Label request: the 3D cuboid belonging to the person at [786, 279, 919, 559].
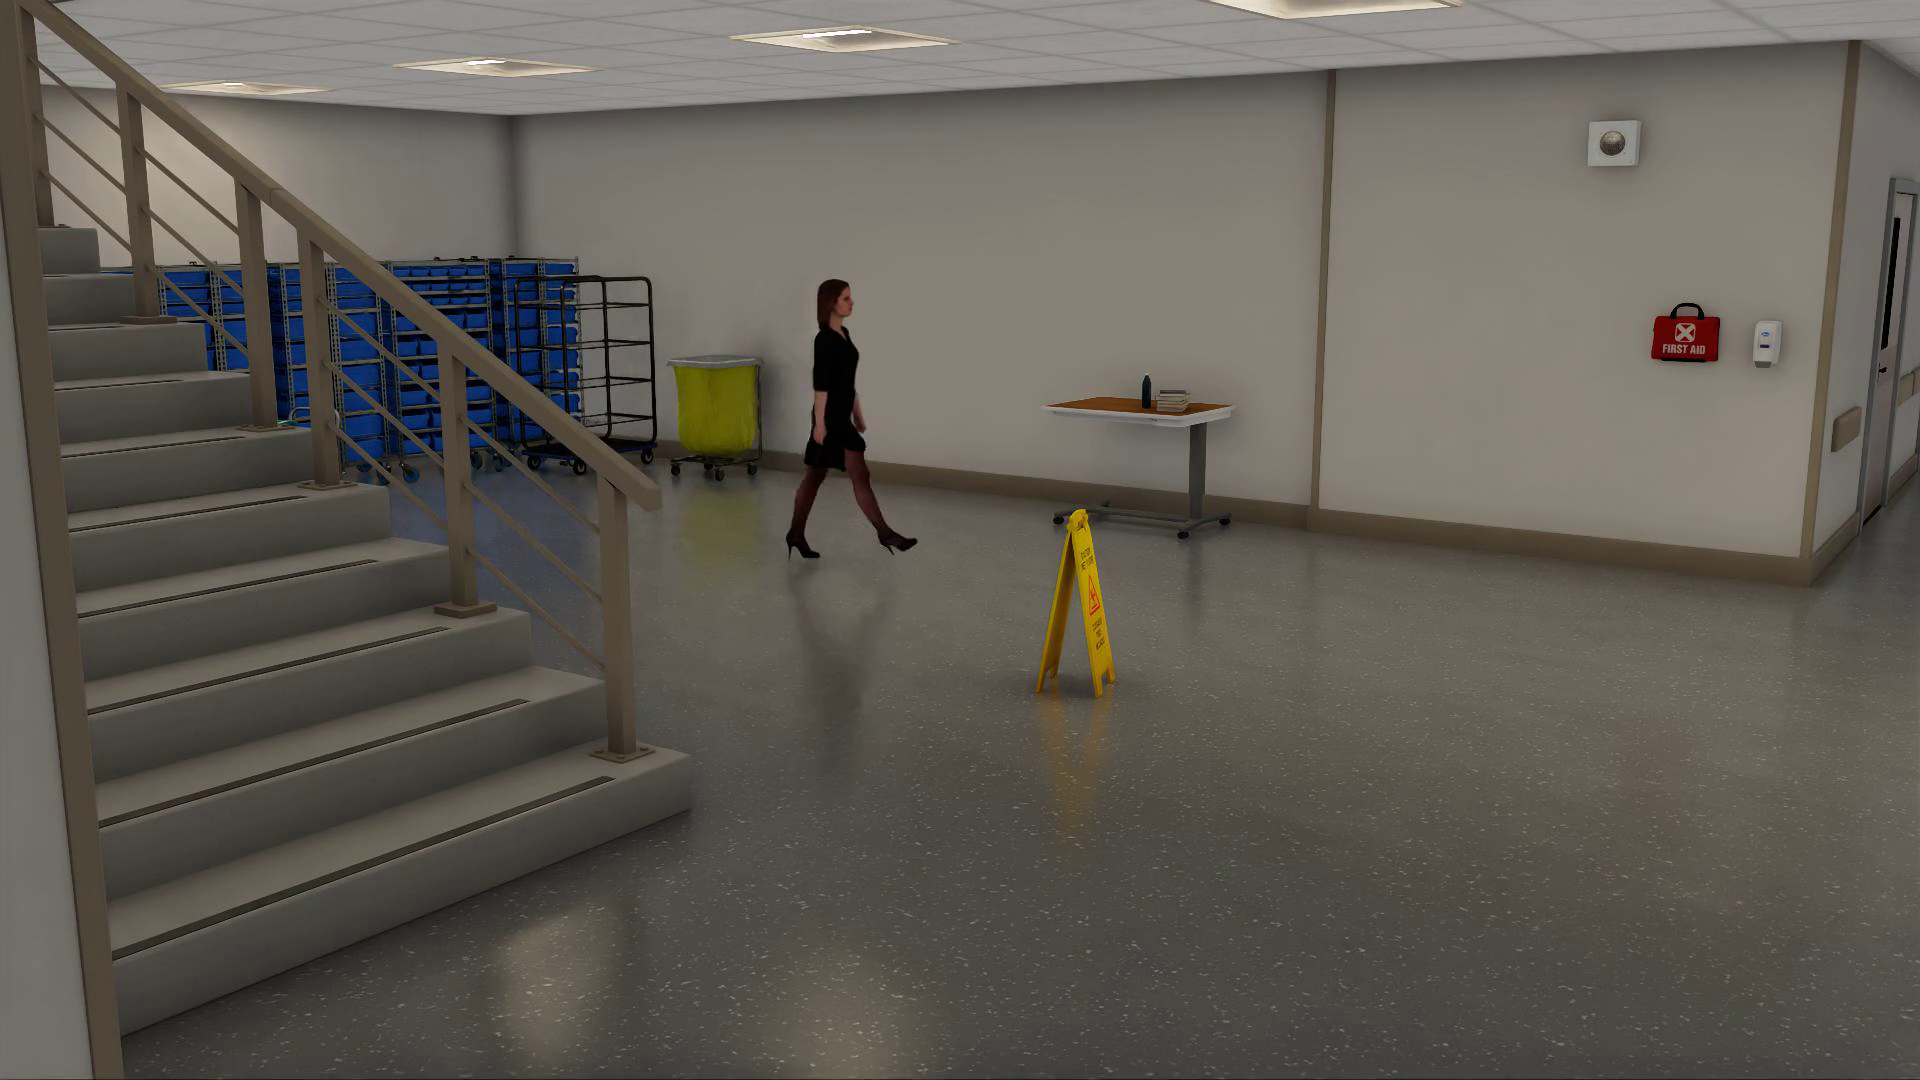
[{"bbox_3d":[-0.843,-0.678,9.897,1.128,1.668,0.896,2,11,8],"label":"person"}]
